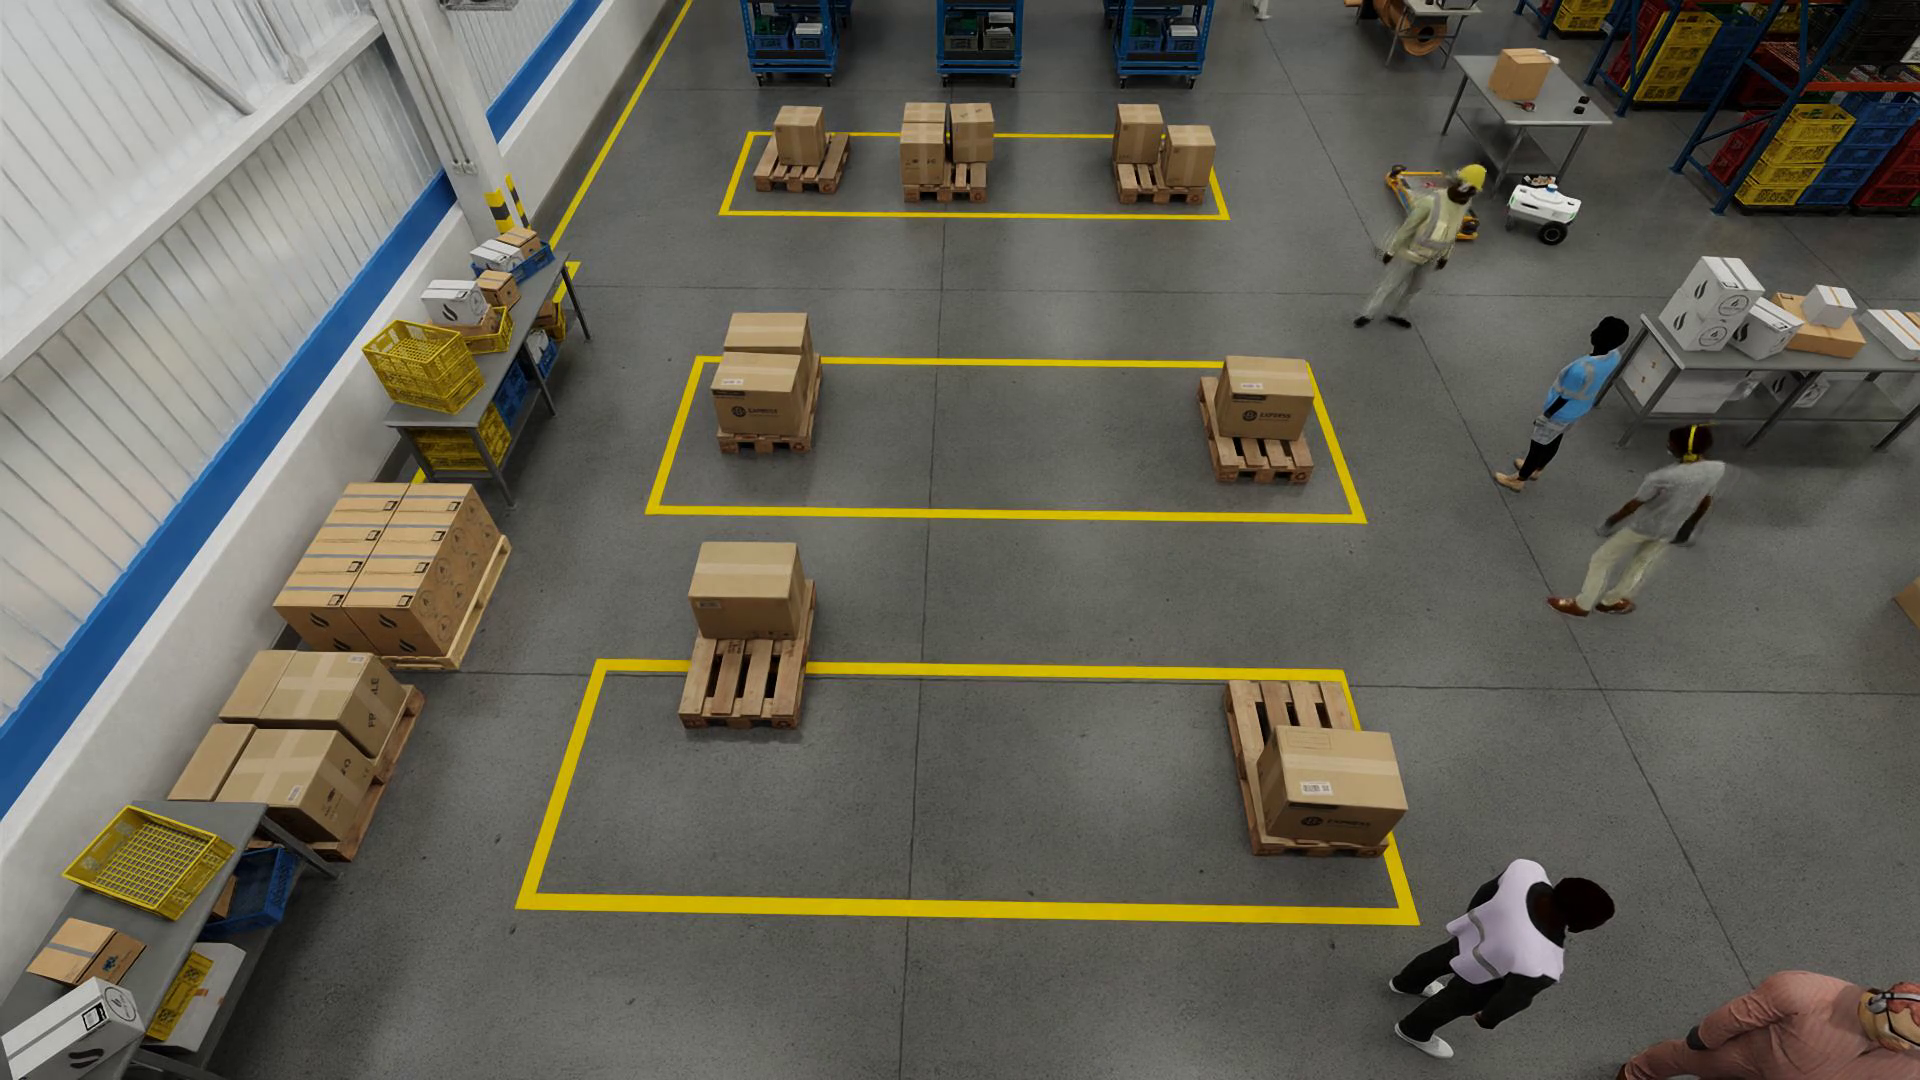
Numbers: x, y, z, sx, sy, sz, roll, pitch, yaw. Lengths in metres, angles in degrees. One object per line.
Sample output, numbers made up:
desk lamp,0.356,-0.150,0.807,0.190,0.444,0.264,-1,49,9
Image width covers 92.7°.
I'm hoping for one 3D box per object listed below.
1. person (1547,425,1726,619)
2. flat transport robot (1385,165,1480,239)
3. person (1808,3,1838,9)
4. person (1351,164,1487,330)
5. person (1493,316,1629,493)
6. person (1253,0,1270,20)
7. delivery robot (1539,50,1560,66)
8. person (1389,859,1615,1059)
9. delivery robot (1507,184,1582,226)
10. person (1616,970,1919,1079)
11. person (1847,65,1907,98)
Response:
person,4.980,-0.096,6.580,0.667,1.832,0.337,0,49,0
flat transport robot,5.692,-4.094,11.059,0.652,0.197,1.431,1,49,1
person,12.749,-8.152,13.513,0.358,1.883,0.572,-35,57,-26
person,4.463,-2.805,8.952,0.740,1.781,0.428,-10,50,-8
person,4.952,-1.091,7.522,0.541,1.696,0.316,-26,54,-20
person,5.006,-9.224,14.610,0.395,1.617,0.588,-21,52,-17
delivery robot,8.214,-6.736,13.099,0.707,0.478,0.477,-28,55,-23
person,2.636,2.109,4.608,0.374,1.916,0.596,10,50,9
delivery robot,6.762,-3.884,10.630,0.707,0.478,0.477,28,54,22
person,3.831,2.461,4.311,0.643,1.909,0.409,20,52,17
person,13.117,-7.094,12.560,0.634,1.940,0.367,-5,49,-4
